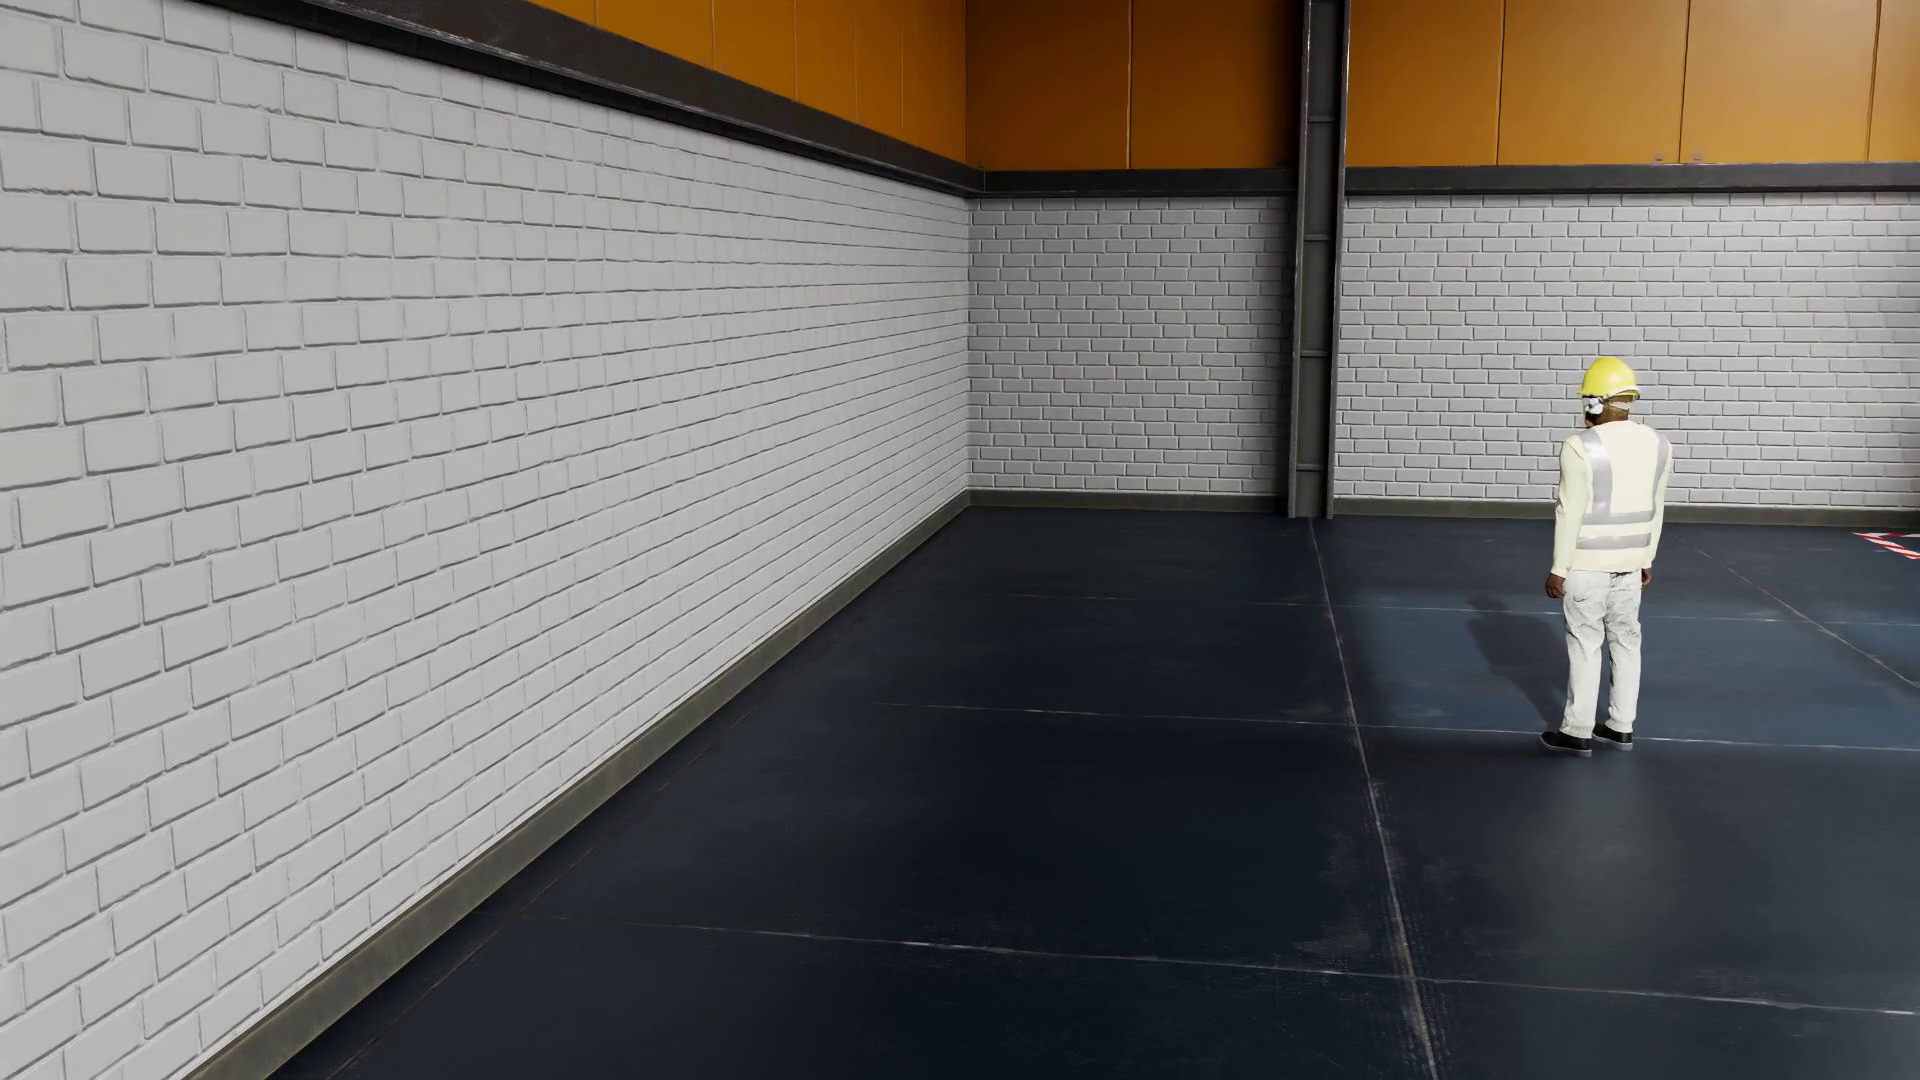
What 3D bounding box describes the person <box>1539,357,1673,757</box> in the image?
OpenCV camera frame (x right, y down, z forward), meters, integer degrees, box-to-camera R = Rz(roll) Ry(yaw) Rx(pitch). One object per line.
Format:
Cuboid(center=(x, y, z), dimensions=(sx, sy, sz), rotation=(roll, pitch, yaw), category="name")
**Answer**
Cuboid(center=(2.940, 0.081, 7.632), dimensions=(0.597, 1.829, 0.404), rotation=(-4, 10, -22), category="person")
